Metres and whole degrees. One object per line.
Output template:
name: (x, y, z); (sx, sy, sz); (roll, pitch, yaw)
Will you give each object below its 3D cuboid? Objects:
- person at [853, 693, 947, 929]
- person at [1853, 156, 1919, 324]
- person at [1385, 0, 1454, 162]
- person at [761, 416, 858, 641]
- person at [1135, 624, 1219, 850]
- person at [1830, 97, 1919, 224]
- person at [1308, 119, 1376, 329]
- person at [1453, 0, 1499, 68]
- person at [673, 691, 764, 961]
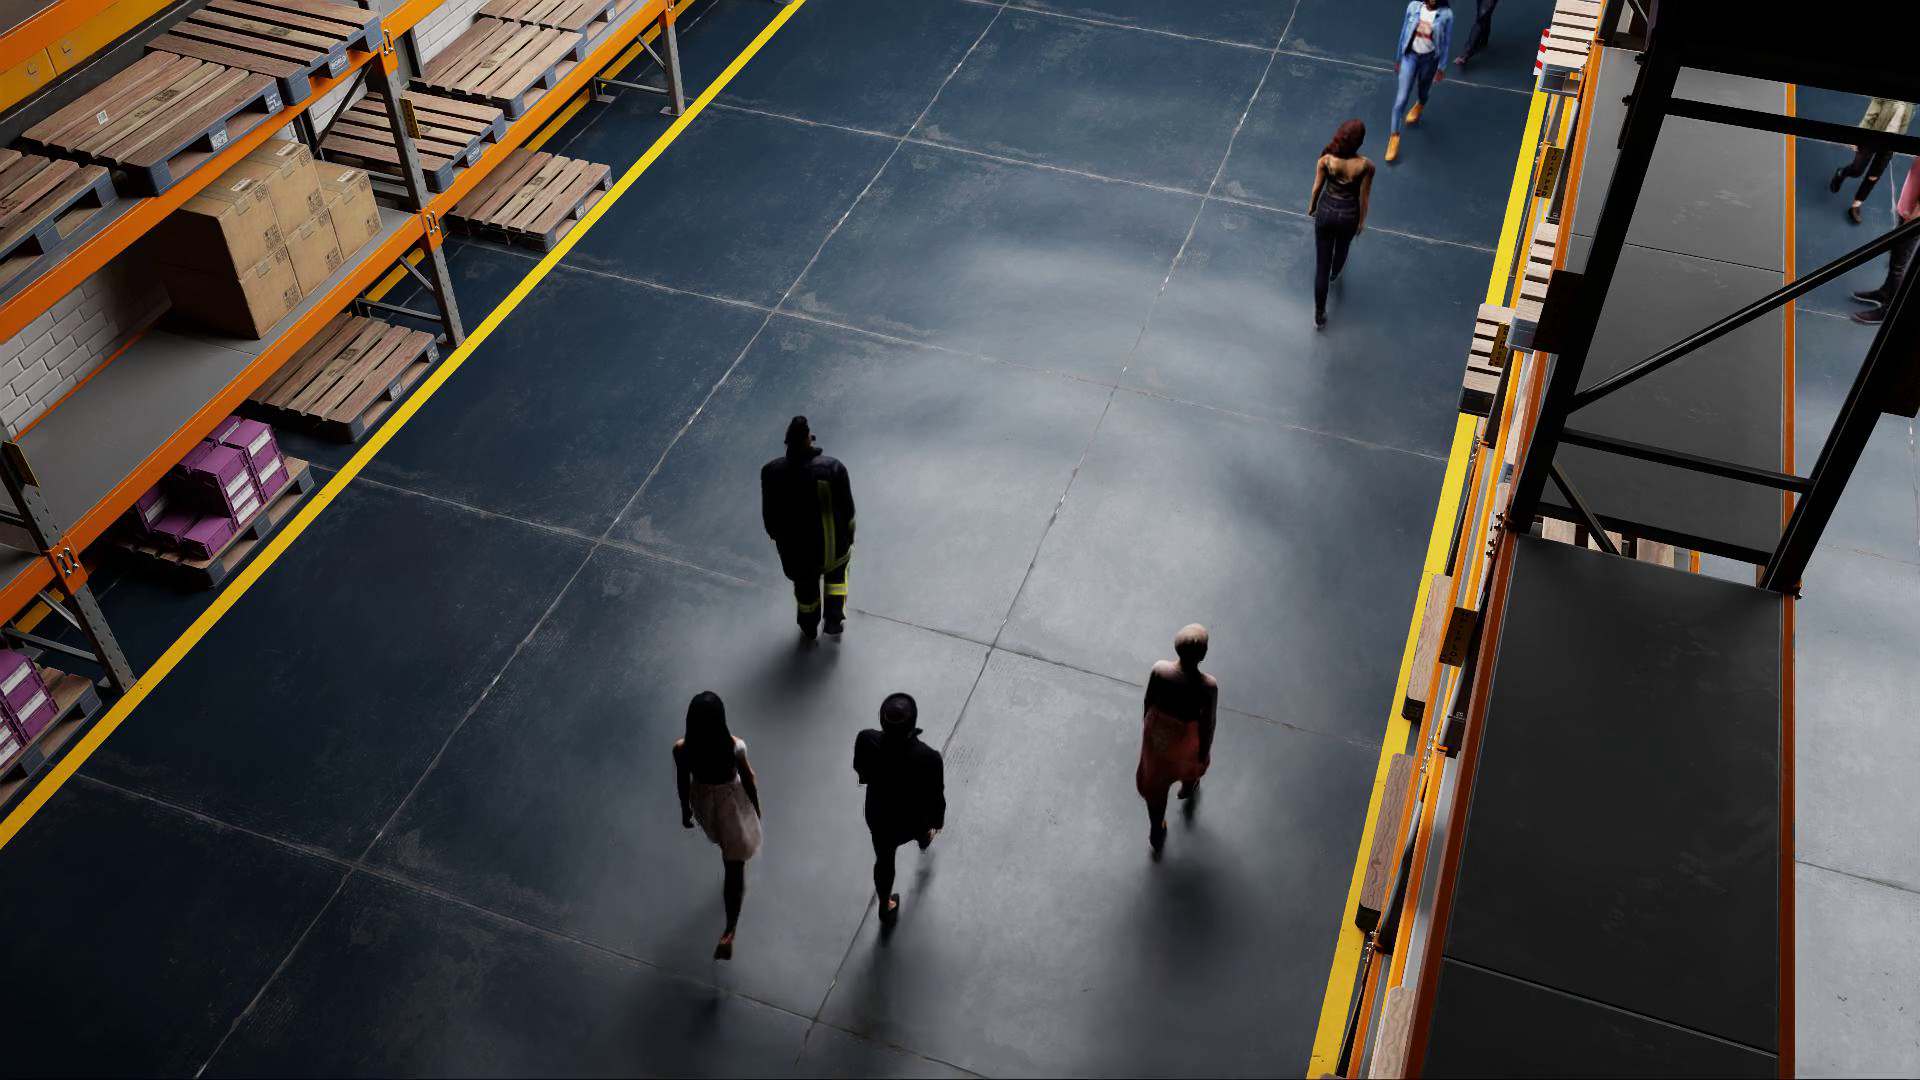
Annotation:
person: (-0.372, 1.539, 9.210); (0.721, 1.634, 1.016); (12, 45, 13)
person: (7.712, -2.639, 13.362); (0.667, 1.955, 0.489); (15, 46, 15)
person: (4.297, -4.452, 15.469); (0.652, 1.675, 1.168); (17, 46, 17)
person: (-0.954, -0.012, 10.682); (0.880, 1.850, 0.885); (1, 44, 1)
person: (1.212, 1.188, 9.555); (0.612, 1.666, 0.861); (14, 45, 14)
person: (8.092, -3.558, 14.681); (0.703, 1.466, 0.861); (5, 44, 5)
person: (3.023, -2.510, 13.389); (0.689, 1.732, 1.122); (10, 44, 10)
person: (5.395, -5.728, 16.713); (1.203, 1.806, 1.051); (-34, 53, -30)
person: (-1.308, 1.564, 9.110); (0.856, 1.736, 1.226); (1, 44, 1)
